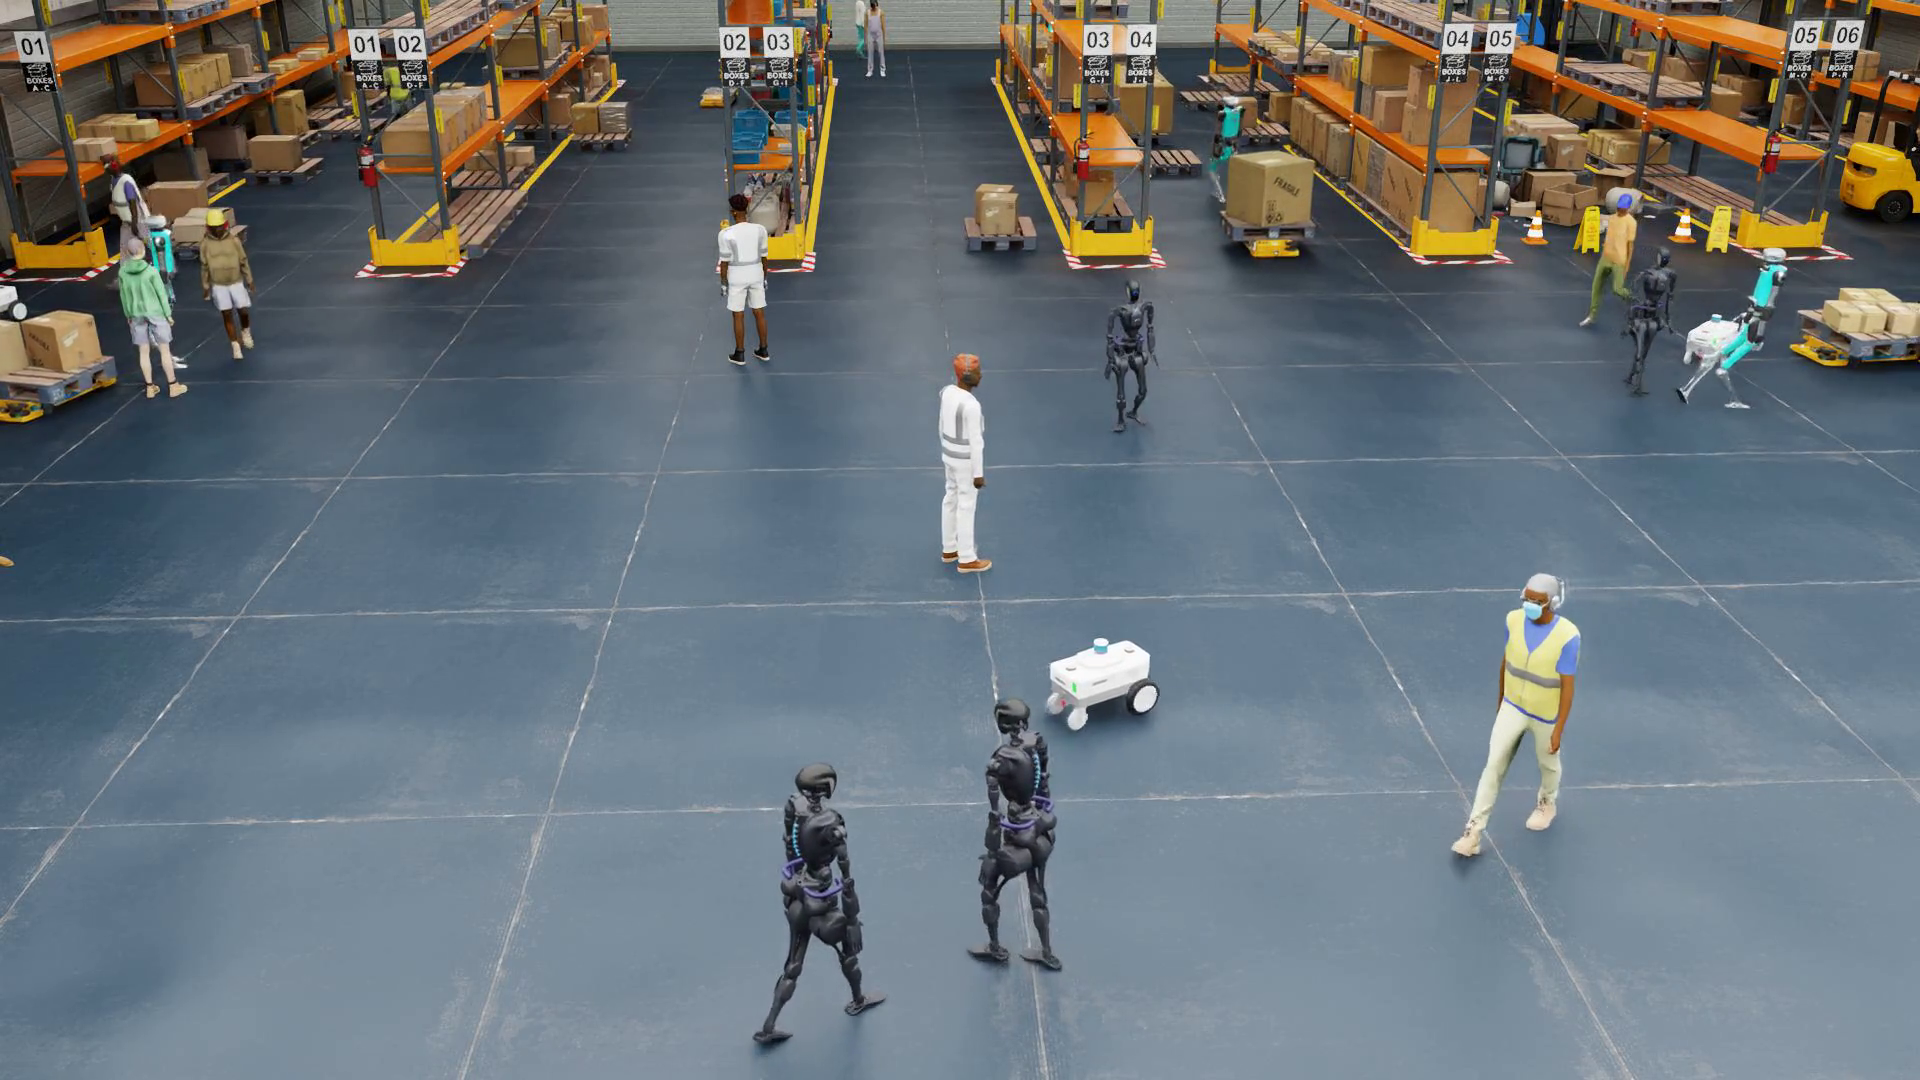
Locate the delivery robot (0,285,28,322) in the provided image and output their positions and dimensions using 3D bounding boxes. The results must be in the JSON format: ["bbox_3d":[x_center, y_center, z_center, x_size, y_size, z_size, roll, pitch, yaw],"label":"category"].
[{"bbox_3d":[-12.080,-2.926,20.717,0.503,0.612,0.783,8,25,17],"label":"delivery robot"}]

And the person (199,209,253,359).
[{"bbox_3d":[-8.526,-2.986,19.357,0.538,1.749,0.431,-10,26,-21],"label":"person"}]

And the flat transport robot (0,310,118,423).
[{"bbox_3d":[-9.950,-1.601,18.070,0.659,0.231,1.431,6,25,13],"label":"flat transport robot"}]

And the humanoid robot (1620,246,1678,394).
[{"bbox_3d":[7.546,-2.403,18.173,0.611,1.638,0.647,-7,25,-15],"label":"humanoid robot"}]

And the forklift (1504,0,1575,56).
[{"bbox_3d":[14.700,-13.805,42.301,1.873,2.768,1.129,-1,24,-2],"label":"forklift"}]

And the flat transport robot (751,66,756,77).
[{"bbox_3d":[-4.880,-11.051,39.303,1.431,0.231,0.659,-1,24,-3],"label":"flat transport robot"}]

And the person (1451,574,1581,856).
[{"bbox_3d":[3.487,1.063,10.163,0.536,1.836,1.021,21,31,38],"label":"person"}]

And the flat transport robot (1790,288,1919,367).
[{"bbox_3d":[10.604,-2.256,19.542,1.431,0.231,0.659,-4,24,-9],"label":"flat transport robot"}]

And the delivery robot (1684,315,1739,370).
[{"bbox_3d":[8.762,-2.324,19.351,0.499,0.601,0.783,22,32,40],"label":"delivery robot"}]

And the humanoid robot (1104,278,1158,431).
[{"bbox_3d":[1.731,-1.920,17.054,0.610,1.635,0.437,-11,26,-24],"label":"humanoid robot"}]

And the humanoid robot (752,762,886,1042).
[{"bbox_3d":[-0.757,1.860,8.640,0.791,1.638,0.600,-20,31,-37],"label":"humanoid robot"}]

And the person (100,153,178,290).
[{"bbox_3d":[-11.036,-4.256,22.178,0.685,1.777,0.989,21,31,38],"label":"person"}]

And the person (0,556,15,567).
[{"bbox_3d":[-8.317,-0.585,13.804,0.380,1.890,0.562,10,26,21],"label":"person"}]

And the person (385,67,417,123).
[{"bbox_3d":[-10.689,-8.446,31.727,0.554,1.669,0.683,0,24,0],"label":"person"}]

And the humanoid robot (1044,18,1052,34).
[{"bbox_3d":[2.322,-12.974,41.655,0.735,1.677,0.533,5,25,12],"label":"humanoid robot"}]

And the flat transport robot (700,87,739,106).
[{"bbox_3d":[-5.217,-9.623,36.094,0.659,0.231,1.431,0,24,0],"label":"flat transport robot"}]

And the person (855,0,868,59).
[{"bbox_3d":[-2.437,-12.972,41.787,0.376,1.749,0.550,-7,25,-15],"label":"person"}]

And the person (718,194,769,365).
[{"bbox_3d":[-2.482,-3.003,19.153,0.601,1.957,0.382,-14,27,-28],"label":"person"}]

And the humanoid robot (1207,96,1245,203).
[{"bbox_3d":[4.177,-6.329,26.924,0.575,1.766,0.954,-10,26,-21],"label":"humanoid robot"}]

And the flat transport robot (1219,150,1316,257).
[{"bbox_3d":[4.484,-4.415,24.393,0.659,0.231,1.431,-1,24,-2],"label":"flat transport robot"}]

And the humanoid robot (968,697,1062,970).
[{"bbox_3d":[0.321,1.616,9.128,0.551,1.635,0.616,18,30,35],"label":"humanoid robot"}]

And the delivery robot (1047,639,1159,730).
[{"bbox_3d":[1.002,0.989,11.889,0.785,0.587,0.499,-14,28,-29],"label":"delivery robot"}]

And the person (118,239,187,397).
[{"bbox_3d":[-8.809,-2.397,18.048,0.480,1.739,0.314,-2,24,-3],"label":"person"}]

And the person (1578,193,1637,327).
[{"bbox_3d":[8.113,-3.457,20.496,0.716,1.682,0.457,-13,27,-27],"label":"person"}]

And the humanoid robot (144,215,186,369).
[{"bbox_3d":[-9.198,-2.799,18.898,0.687,1.747,0.530,-8,25,-18],"label":"humanoid robot"}]

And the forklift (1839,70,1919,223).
[{"bbox_3d":[15.132,-6.143,25.915,2.313,2.155,1.214,-1,24,-2],"label":"forklift"}]

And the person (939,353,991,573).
[{"bbox_3d":[0.029,-0.649,13.947,0.353,1.881,0.575,-12,27,-26],"label":"person"}]

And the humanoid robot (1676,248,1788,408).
[{"bbox_3d":[8.169,-2.229,17.715,0.955,1.786,0.537,3,24,8],"label":"humanoid robot"}]

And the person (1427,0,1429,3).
[{"bbox_3d":[11.672,-12.991,41.781,0.374,1.797,0.606,-6,25,-13],"label":"person"}]

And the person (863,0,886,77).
[{"bbox_3d":[-2.016,-11.848,39.161,0.524,1.850,0.449,1,24,2],"label":"person"}]
